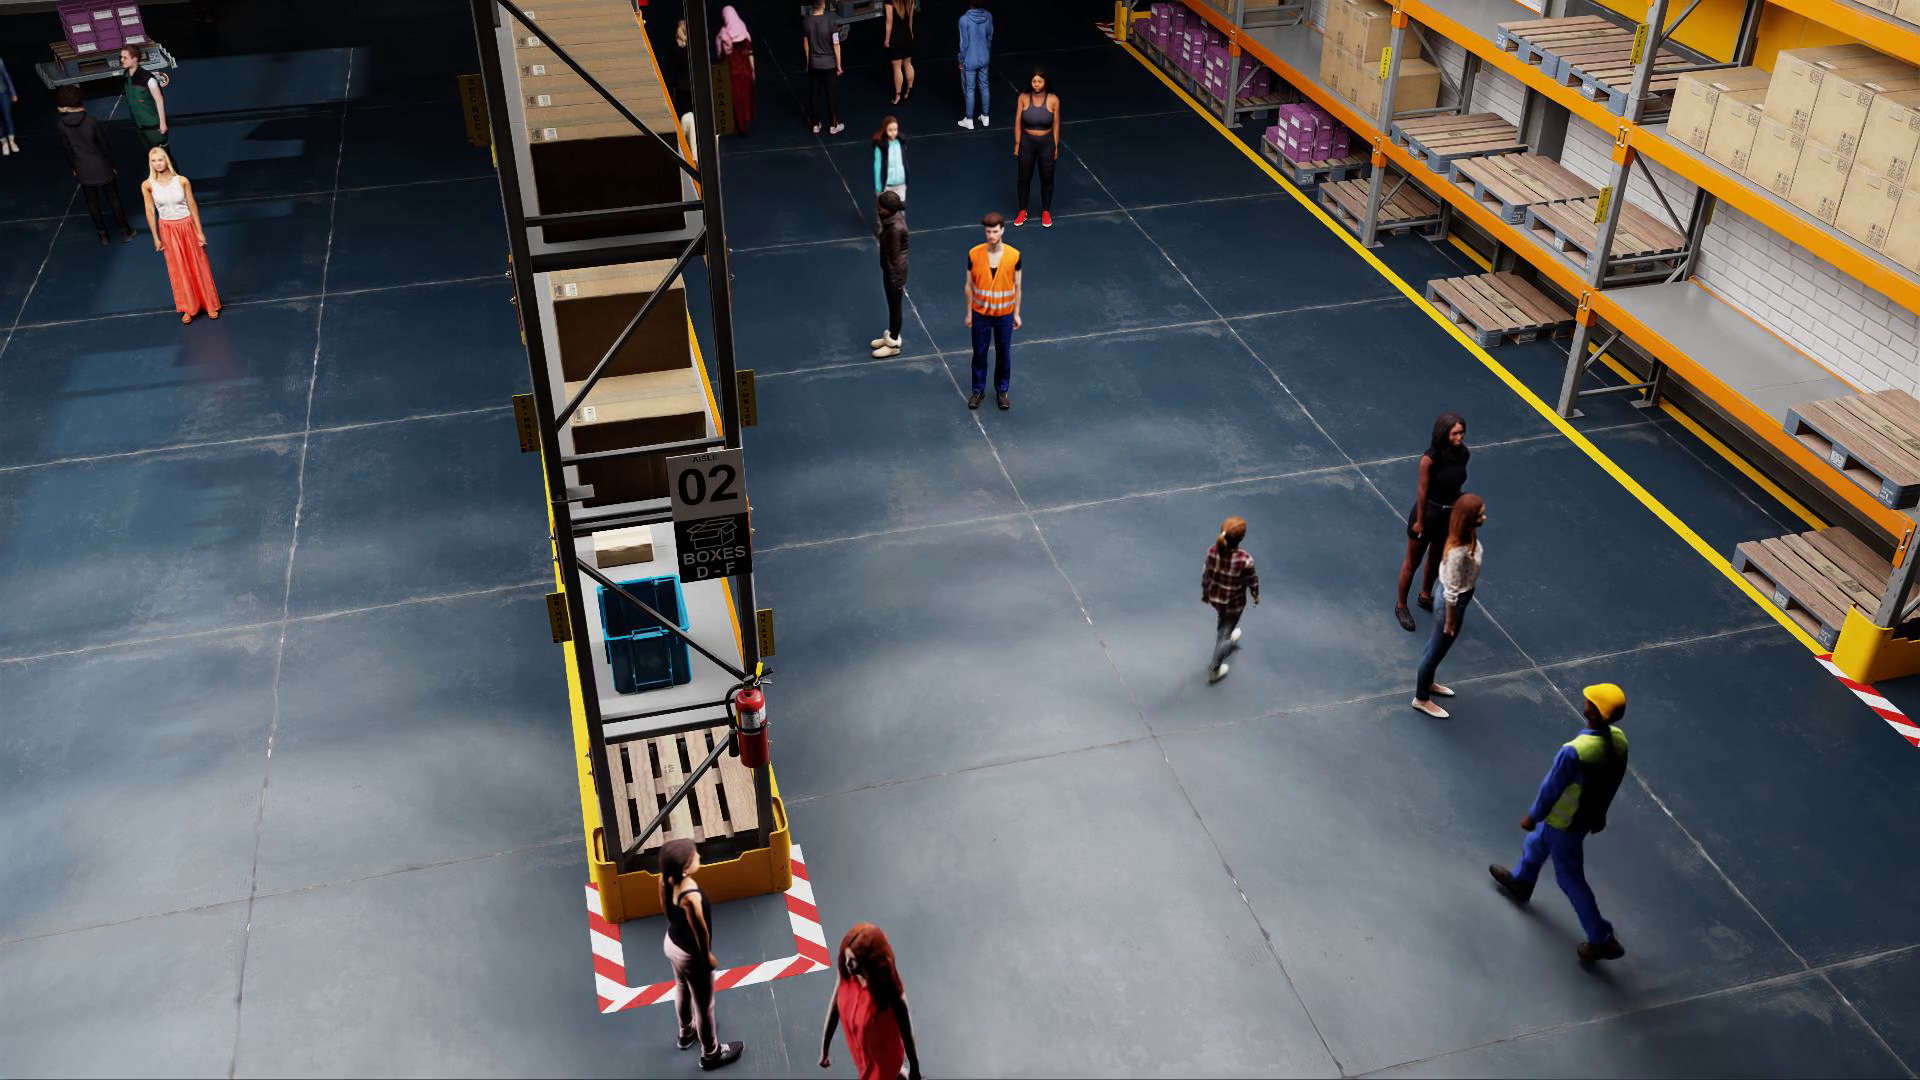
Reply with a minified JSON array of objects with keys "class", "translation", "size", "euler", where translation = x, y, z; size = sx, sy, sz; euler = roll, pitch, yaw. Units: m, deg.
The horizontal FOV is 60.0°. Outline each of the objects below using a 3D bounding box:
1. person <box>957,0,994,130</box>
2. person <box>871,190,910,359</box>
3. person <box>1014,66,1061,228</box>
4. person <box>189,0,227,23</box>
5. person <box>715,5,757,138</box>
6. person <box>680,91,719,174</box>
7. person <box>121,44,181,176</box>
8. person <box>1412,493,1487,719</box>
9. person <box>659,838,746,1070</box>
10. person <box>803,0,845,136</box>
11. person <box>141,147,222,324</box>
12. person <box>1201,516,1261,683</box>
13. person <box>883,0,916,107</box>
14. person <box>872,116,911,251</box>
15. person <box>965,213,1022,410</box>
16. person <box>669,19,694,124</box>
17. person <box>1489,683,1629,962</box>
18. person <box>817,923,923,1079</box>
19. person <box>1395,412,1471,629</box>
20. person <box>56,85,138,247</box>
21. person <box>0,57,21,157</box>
[{"class":"person","translation":[0.191,-6.206,21.356],"size":[0.737,1.810,0.665],"euler":[-18,38,-25]},{"class":"person","translation":[-0.623,-2.583,16.039],"size":[0.635,1.661,0.578],"euler":[10,35,15]},{"class":"person","translation":[0.866,-4.433,18.684],"size":[0.744,1.816,0.732],"euler":[3,34,5]},{"class":"person","translation":[-11.692,-8.844,25.276],"size":[0.777,1.865,0.821],"euler":[15,36,21]},{"class":"person","translation":[-2.830,-5.923,21.084],"size":[0.655,1.639,0.810],"euler":[-9,35,-14]},{"class":"person","translation":[-2.889,-4.230,18.618],"size":[0.594,1.551,0.968],"euler":[-8,34,-12]},{"class":"person","translation":[-9.389,-4.835,19.265],"size":[0.724,1.841,0.788],"euler":[18,38,25]},{"class":"person","translation":[3.377,0.430,11.459],"size":[0.708,1.715,0.620],"euler":[13,36,19]},{"class":"person","translation":[-1.451,2.201,8.930],"size":[0.673,1.565,0.570],"euler":[-24,40,-31]},{"class":"person","translation":[-1.758,-6.056,21.171],"size":[0.715,1.764,0.716],"euler":[8,34,12]},{"class":"person","translation":[-7.802,-3.057,16.625],"size":[0.664,1.803,0.623],"euler":[-14,36,-20]},{"class":"person","translation":[1.870,0.443,11.831],"size":[0.849,1.280,0.865],"euler":[25,41,32]},{"class":"person","translation":[-0.794,-6.651,22.109],"size":[0.771,1.717,0.752],"euler":[28,43,36]},{"class":"person","translation":[-0.781,-3.939,18.250],"size":[0.702,1.474,1.010],"euler":[-15,37,-22]},{"class":"person","translation":[0.300,-2.088,15.092],"size":[0.758,1.886,0.748],"euler":[2,34,4]},{"class":"person","translation":[-3.337,-5.517,20.418],"size":[0.693,1.701,0.716],"euler":[11,35,16]},{"class":"person","translation":[3.596,1.644,9.579],"size":[0.973,1.774,1.305],"euler":[-24,40,-31]},{"class":"person","translation":[-0.351,2.517,8.267],"size":[1.058,1.771,1.167],"euler":[-29,43,-36]},{"class":"person","translation":[3.517,-0.166,12.331],"size":[0.646,1.741,0.608],"euler":[-18,37,-25]},{"class":"person","translation":[-9.496,-4.099,18.213],"size":[0.610,1.781,0.586],"euler":[-8,34,-11]},{"class":"person","translation":[-12.023,-5.575,20.711],"size":[0.680,1.473,0.702],"euler":[-19,38,-26]}]
